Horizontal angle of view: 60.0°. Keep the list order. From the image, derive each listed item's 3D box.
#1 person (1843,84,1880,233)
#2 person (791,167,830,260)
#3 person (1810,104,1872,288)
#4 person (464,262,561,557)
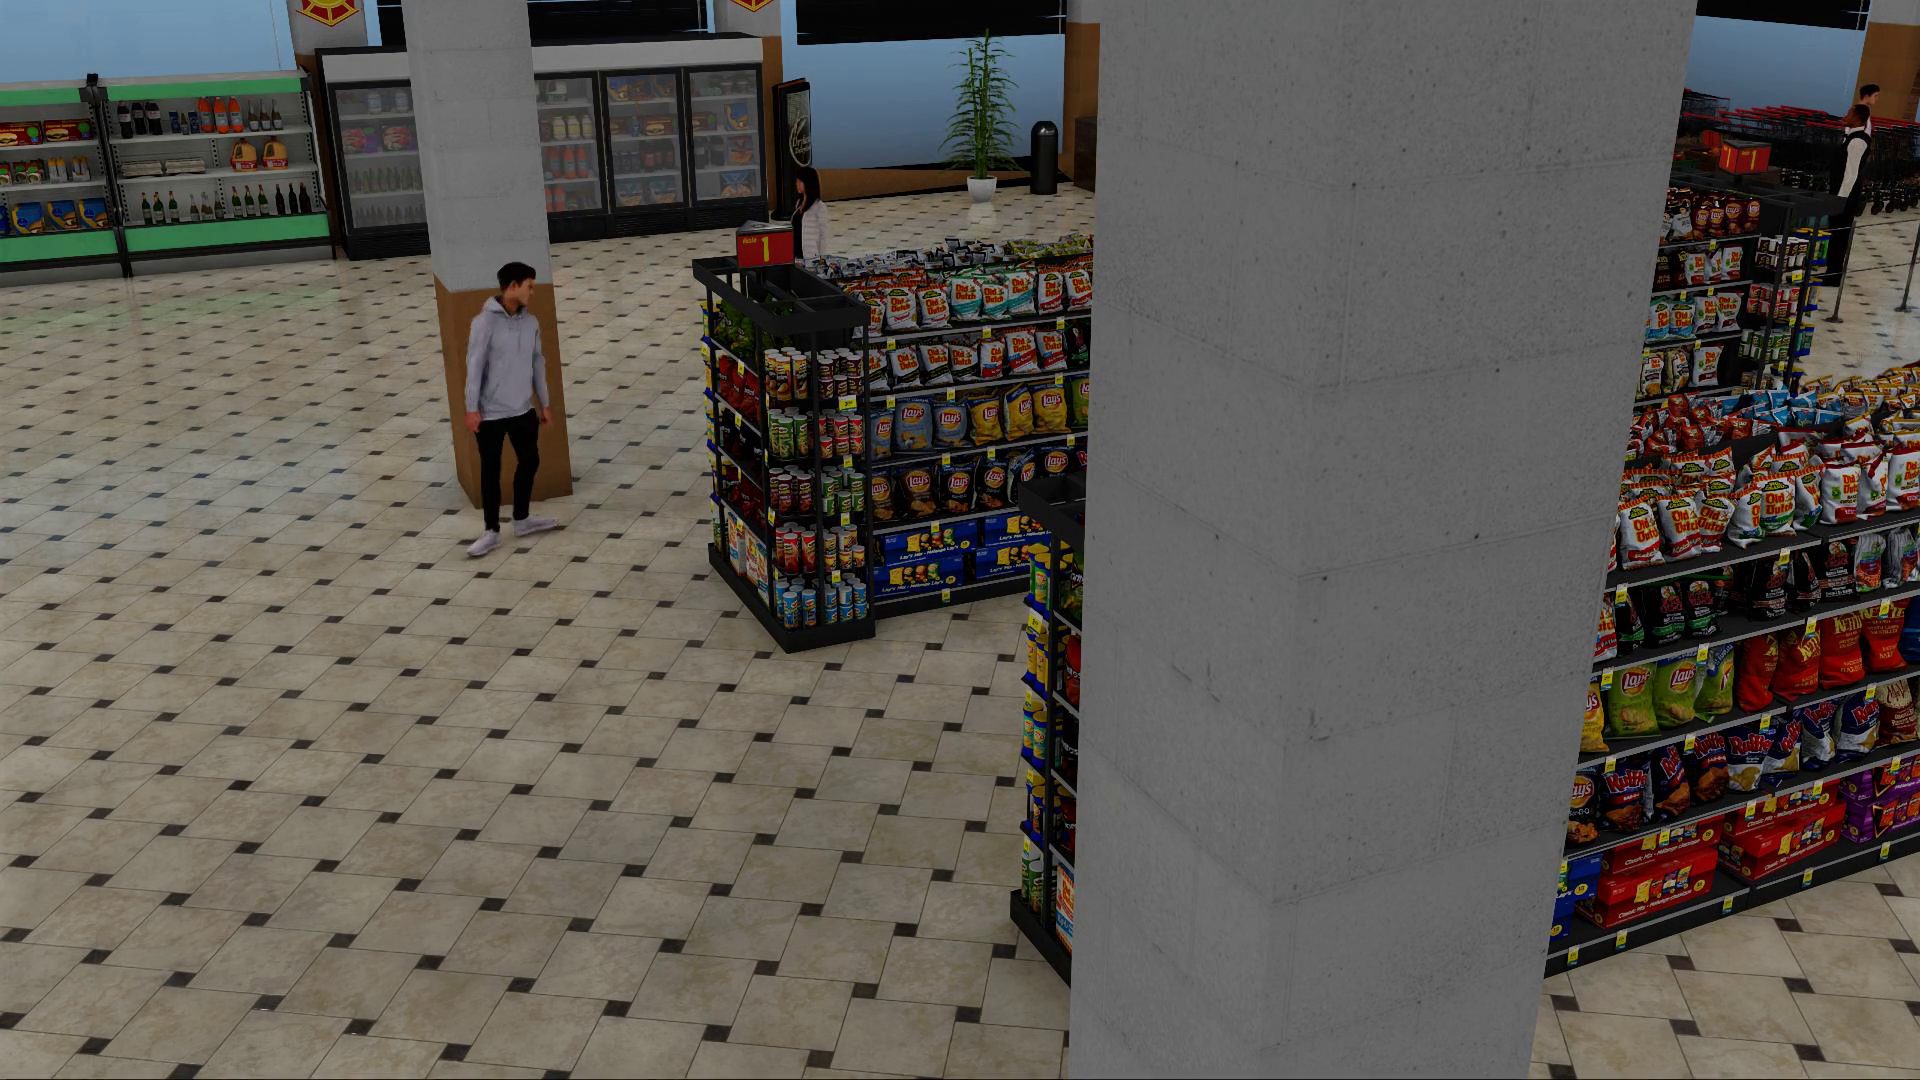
[{"bbox_3d":[11.057,-4.743,20.641,0.779,1.781,0.733,6,23,15],"label":"person"},{"bbox_3d":[-1.408,-2.708,15.769,0.633,1.637,0.678,-17,28,-37],"label":"person"},{"bbox_3d":[9.504,-3.699,17.855,0.842,1.919,0.735,12,25,28],"label":"person"},{"bbox_3d":[-3.032,-0.846,10.794,0.768,1.890,1.011,-16,27,-34],"label":"person"}]
